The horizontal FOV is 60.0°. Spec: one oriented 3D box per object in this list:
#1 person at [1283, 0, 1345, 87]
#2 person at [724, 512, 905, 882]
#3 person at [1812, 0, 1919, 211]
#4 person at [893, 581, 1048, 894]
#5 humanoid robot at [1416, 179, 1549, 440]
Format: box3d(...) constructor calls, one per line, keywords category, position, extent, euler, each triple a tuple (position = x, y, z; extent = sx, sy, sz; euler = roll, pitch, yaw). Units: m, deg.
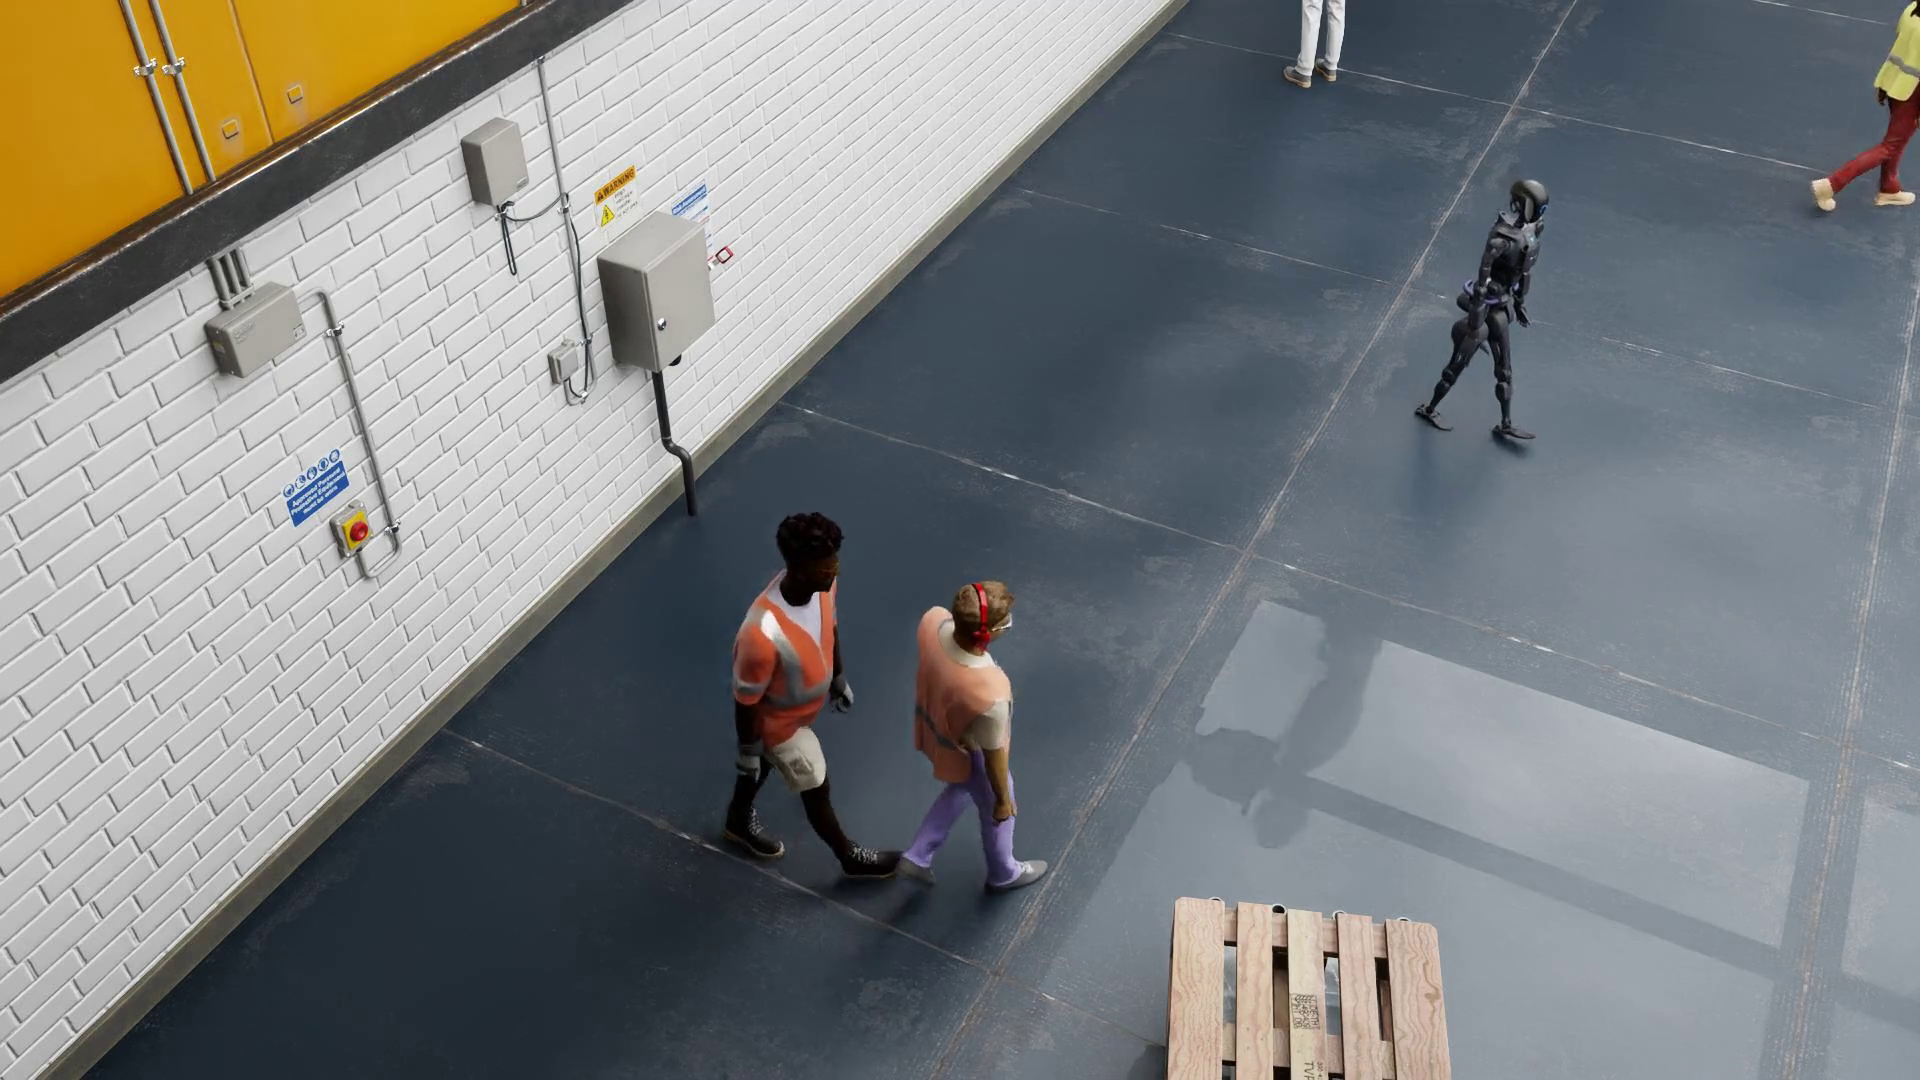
box3d(category="person", position=(2.804, -4.402, 12.706), extent=(0.582, 1.882, 0.339), euler=(-16, 43, -18))
box3d(category="person", position=(-0.646, 0.680, 6.790), extent=(0.930, 1.906, 0.631), euler=(11, 42, 12))
box3d(category="person", position=(6.332, -2.999, 11.188), extent=(0.816, 1.743, 0.477), euler=(-5, 41, -5))
box3d(category="person", position=(0.059, 0.832, 6.676), extent=(0.638, 1.822, 0.601), euler=(-20, 44, -21))
box3d(category="humanoid robot", position=(2.989, -1.245, 9.211), extent=(0.603, 1.635, 0.667), euler=(-31, 50, -31))
